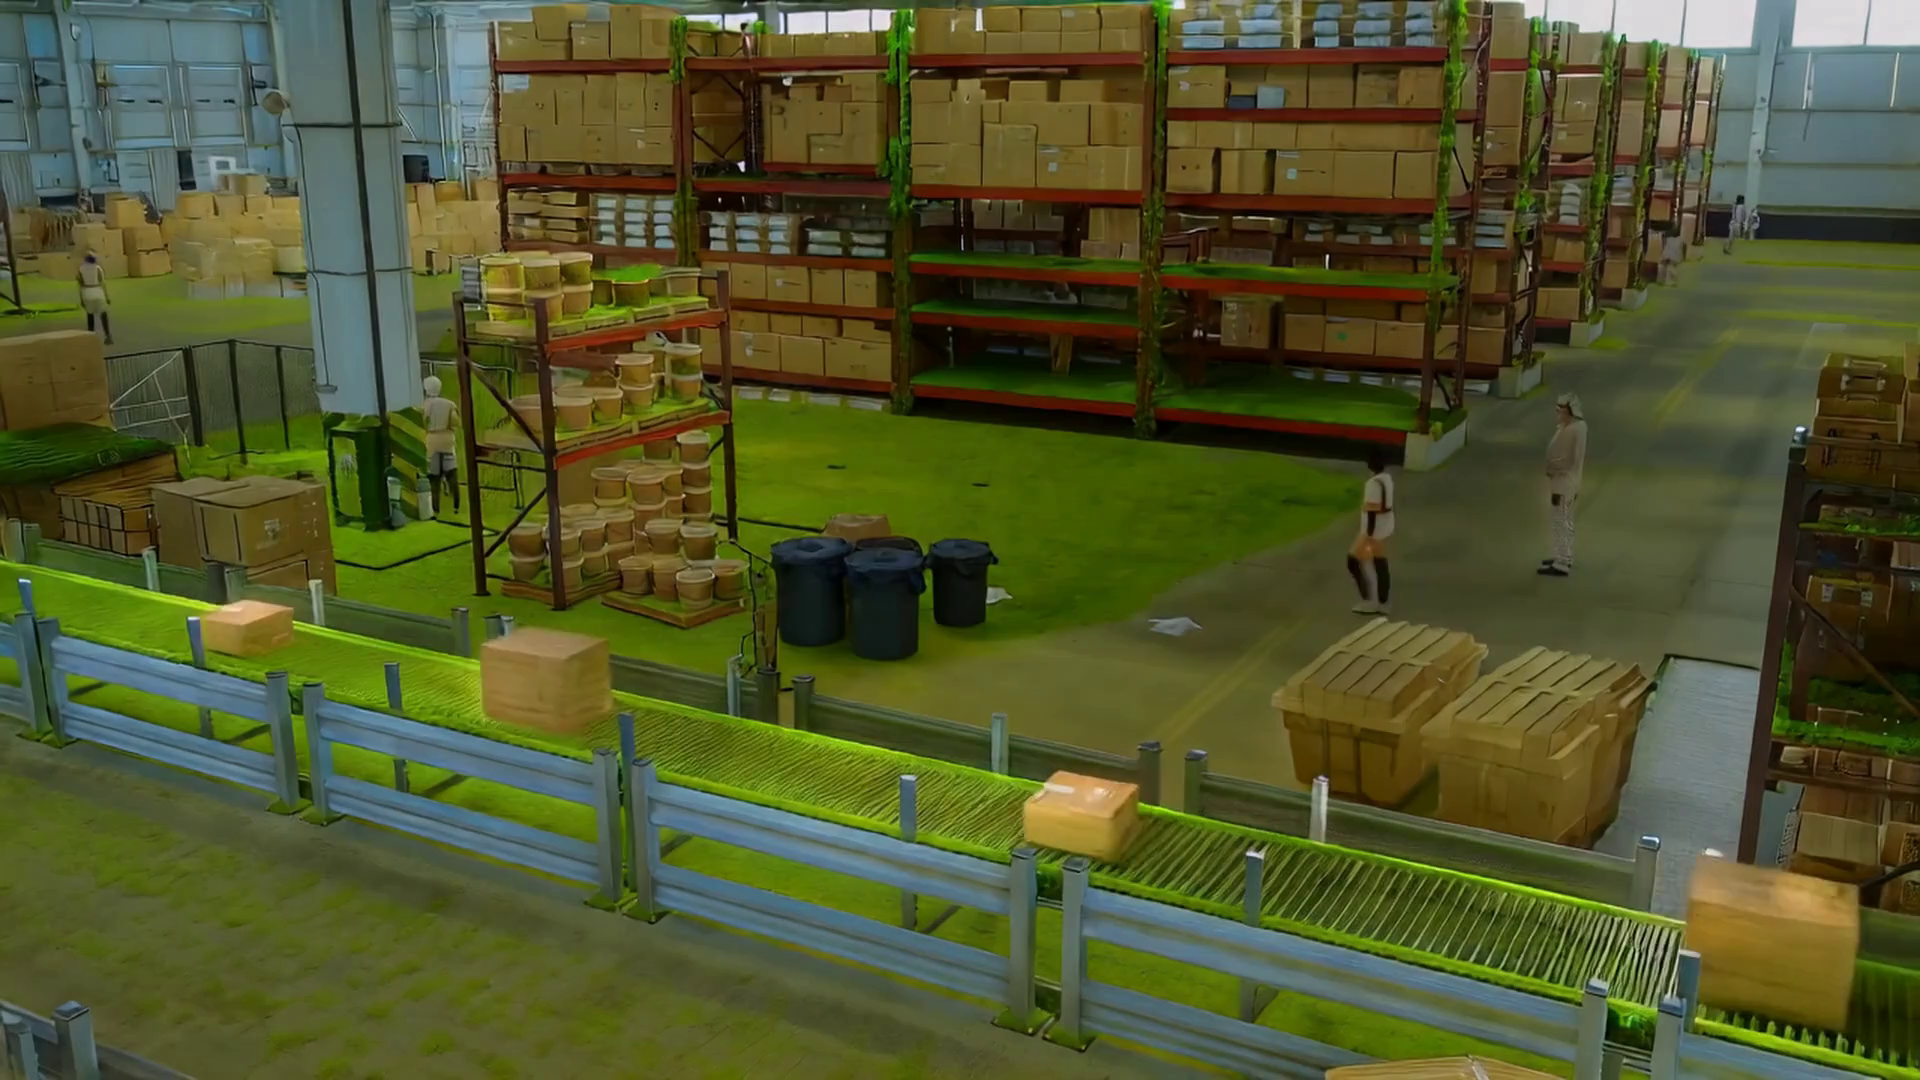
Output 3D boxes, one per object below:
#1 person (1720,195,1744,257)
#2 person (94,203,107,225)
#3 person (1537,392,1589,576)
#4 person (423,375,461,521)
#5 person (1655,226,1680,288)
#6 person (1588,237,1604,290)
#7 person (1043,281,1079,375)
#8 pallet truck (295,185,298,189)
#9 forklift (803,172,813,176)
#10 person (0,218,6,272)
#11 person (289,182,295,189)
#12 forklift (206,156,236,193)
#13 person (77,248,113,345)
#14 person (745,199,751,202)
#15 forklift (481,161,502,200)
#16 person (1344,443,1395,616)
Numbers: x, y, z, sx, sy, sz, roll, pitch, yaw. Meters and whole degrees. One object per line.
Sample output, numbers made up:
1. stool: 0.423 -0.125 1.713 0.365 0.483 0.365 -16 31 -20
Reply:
1. person: 24.063 -9.783 51.817 0.544 1.879 0.794 5 16 19
2. person: -26.297 -9.518 51.155 0.490 1.699 0.908 3 15 9
3. person: 6.214 -0.582 17.154 0.399 1.909 0.642 8 17 28
4. person: -6.084 -1.073 19.399 0.529 1.697 0.321 -12 19 -38
5. person: 18.450 -7.355 43.189 0.713 1.603 0.505 -1 15 -5
6. person: 13.407 -5.528 35.573 0.609 2.014 0.824 0 15 -2
7. person: 1.722 -3.513 28.171 0.654 1.906 0.407 -7 16 -23
8. pallet truck: -26.804 -14.617 69.738 1.885 1.965 0.823 -14 20 -42
9. forklift: -5.638 -13.031 62.087 1.873 2.768 1.129 -3 15 -11
10. person: -27.313 -8.480 46.983 0.566 1.826 0.500 -1 15 -3
11. person: -23.607 -11.677 58.850 0.632 1.919 0.713 3 15 10
12. forklift: -25.681 -11.975 58.117 1.873 2.768 1.129 8 17 28
13. person: -17.257 -4.854 33.174 0.573 1.929 0.395 -1 15 -4
14. person: -6.446 -9.523 50.870 0.611 1.864 1.037 3 15 11
15. forklift: -17.525 -13.636 64.361 1.873 2.768 1.129 0 15 1
16. person: 3.881 -0.097 15.758 0.521 1.673 0.548 9 17 30
